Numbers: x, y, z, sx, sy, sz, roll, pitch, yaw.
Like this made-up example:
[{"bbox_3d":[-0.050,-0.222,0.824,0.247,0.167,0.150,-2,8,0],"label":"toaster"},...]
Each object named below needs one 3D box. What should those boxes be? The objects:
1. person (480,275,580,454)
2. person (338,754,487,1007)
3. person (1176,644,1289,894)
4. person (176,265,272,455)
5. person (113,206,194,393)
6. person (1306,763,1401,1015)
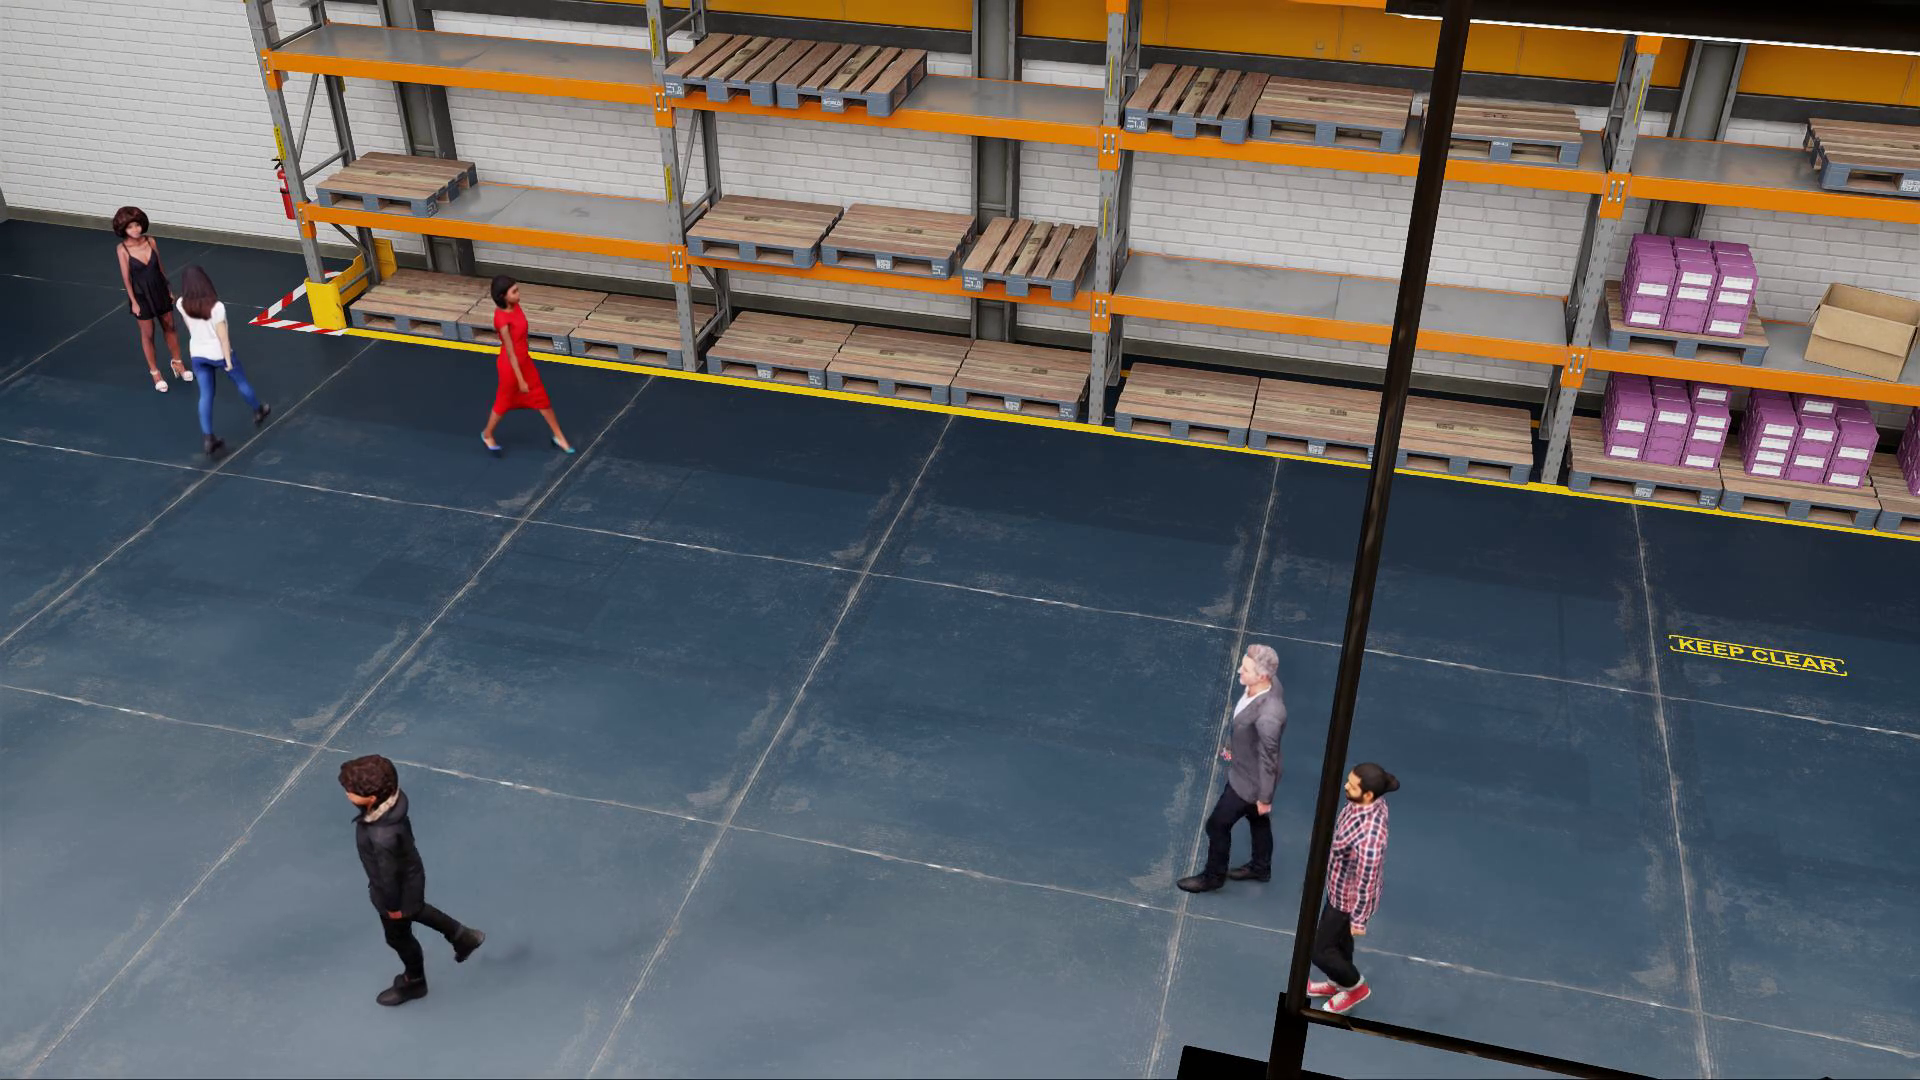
[{"bbox_3d":[-3.909,-1.449,14.322,1.127,1.694,0.688,4,34,6],"label":"person"},{"bbox_3d":[-3.063,1.869,9.266,1.003,1.765,0.878,-9,35,-13],"label":"person"},{"bbox_3d":[1.826,1.384,9.943,0.894,1.824,0.837,3,34,4],"label":"person"},{"bbox_3d":[-6.553,-1.522,14.488,1.069,1.633,0.794,3,34,5],"label":"person"},{"bbox_3d":[-7.513,-2.249,15.442,0.654,1.788,0.644,23,40,31],"label":"person"},{"bbox_3d":[2.222,1.931,9.184,0.648,1.752,0.714,5,34,7],"label":"person"}]
